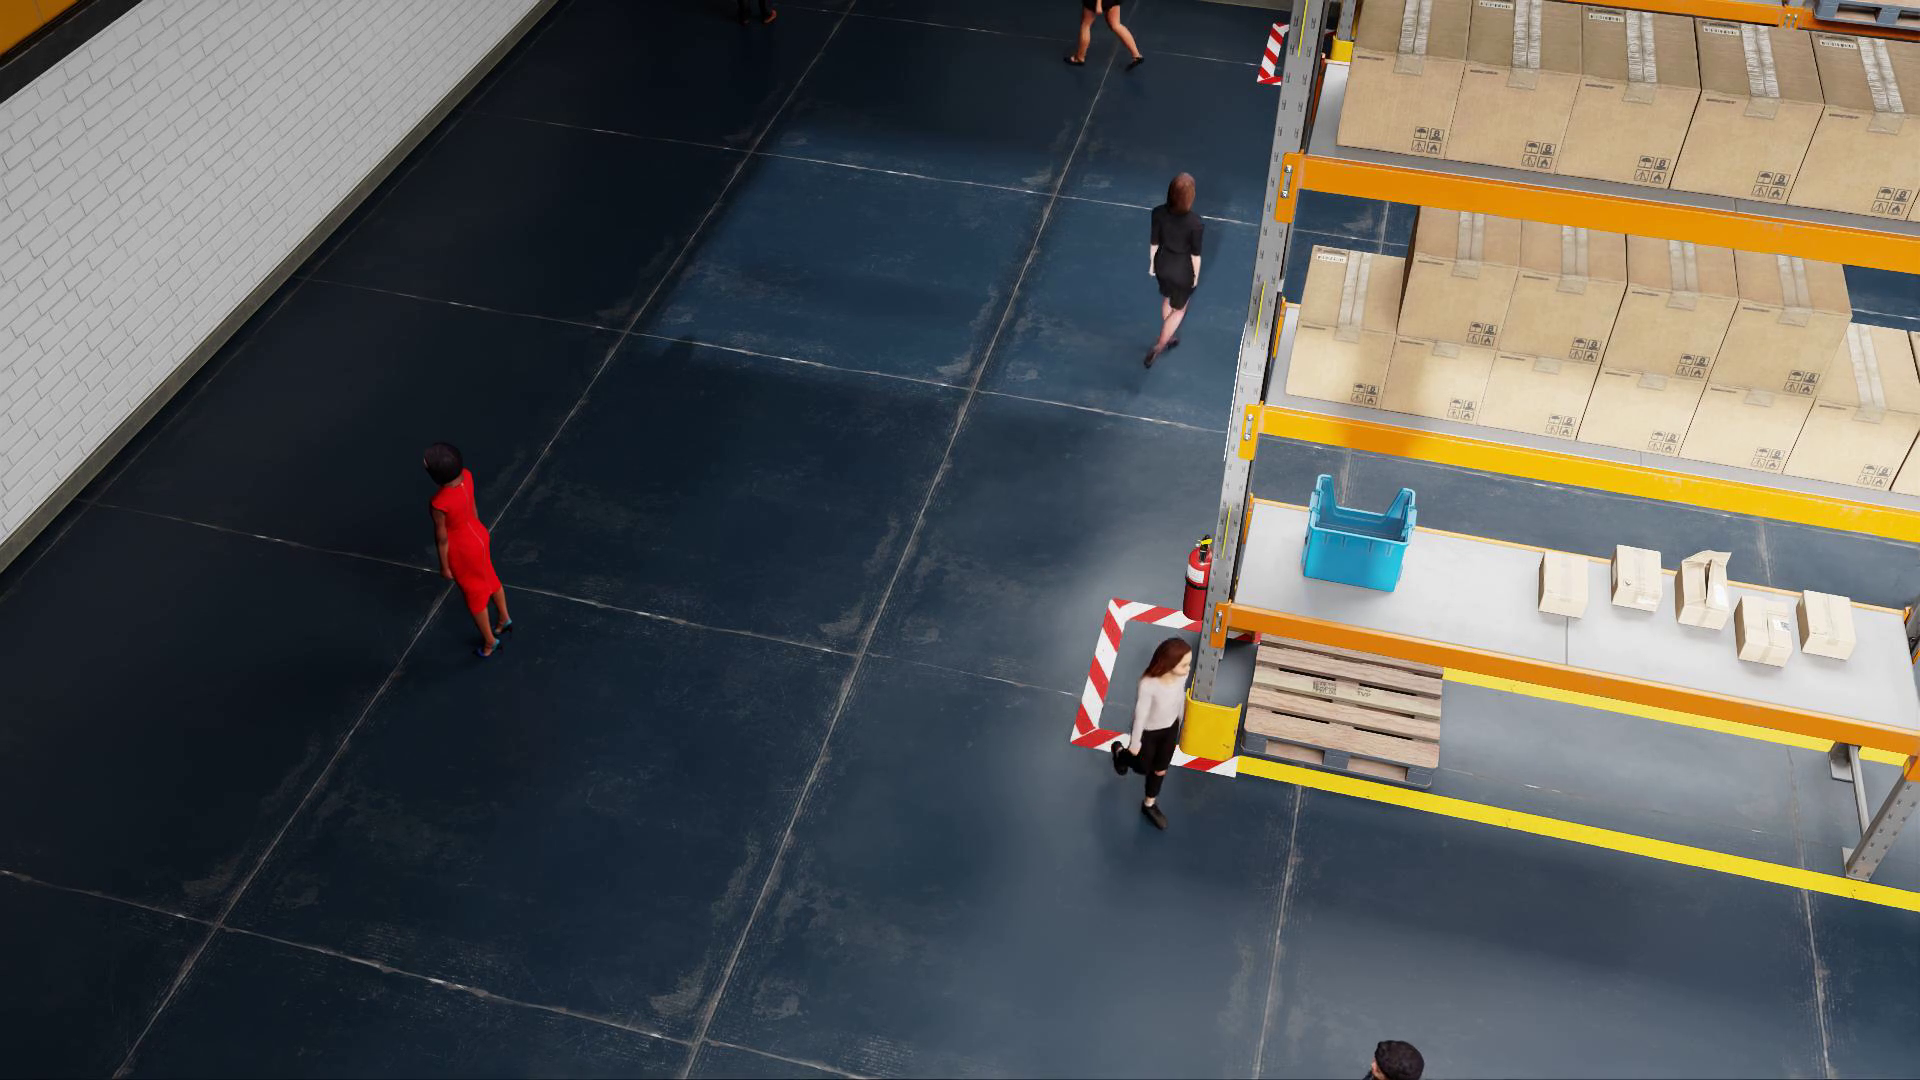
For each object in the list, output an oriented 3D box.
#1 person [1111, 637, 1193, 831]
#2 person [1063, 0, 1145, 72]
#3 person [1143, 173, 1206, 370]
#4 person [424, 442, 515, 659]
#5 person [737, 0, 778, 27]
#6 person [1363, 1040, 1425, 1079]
[{"bbox_3d":[1.116,1.081,9.891,0.841,1.471,0.918,-24,49,-23],"label":"person"},{"bbox_3d":[1.504,-5.432,16.603,1.127,1.644,0.724,20,47,19],"label":"person"},{"bbox_3d":[1.639,-2.057,13.030,0.955,1.683,0.822,22,48,22],"label":"person"},{"bbox_3d":[-3.178,0.074,10.751,0.491,1.743,0.551,11,45,11],"label":"person"},{"bbox_3d":[-2.211,-6.257,17.355,0.614,1.800,0.791,0,44,0],"label":"person"},{"bbox_3d":[2.092,2.838,8.210,0.625,1.245,0.490,11,45,11],"label":"person"}]
